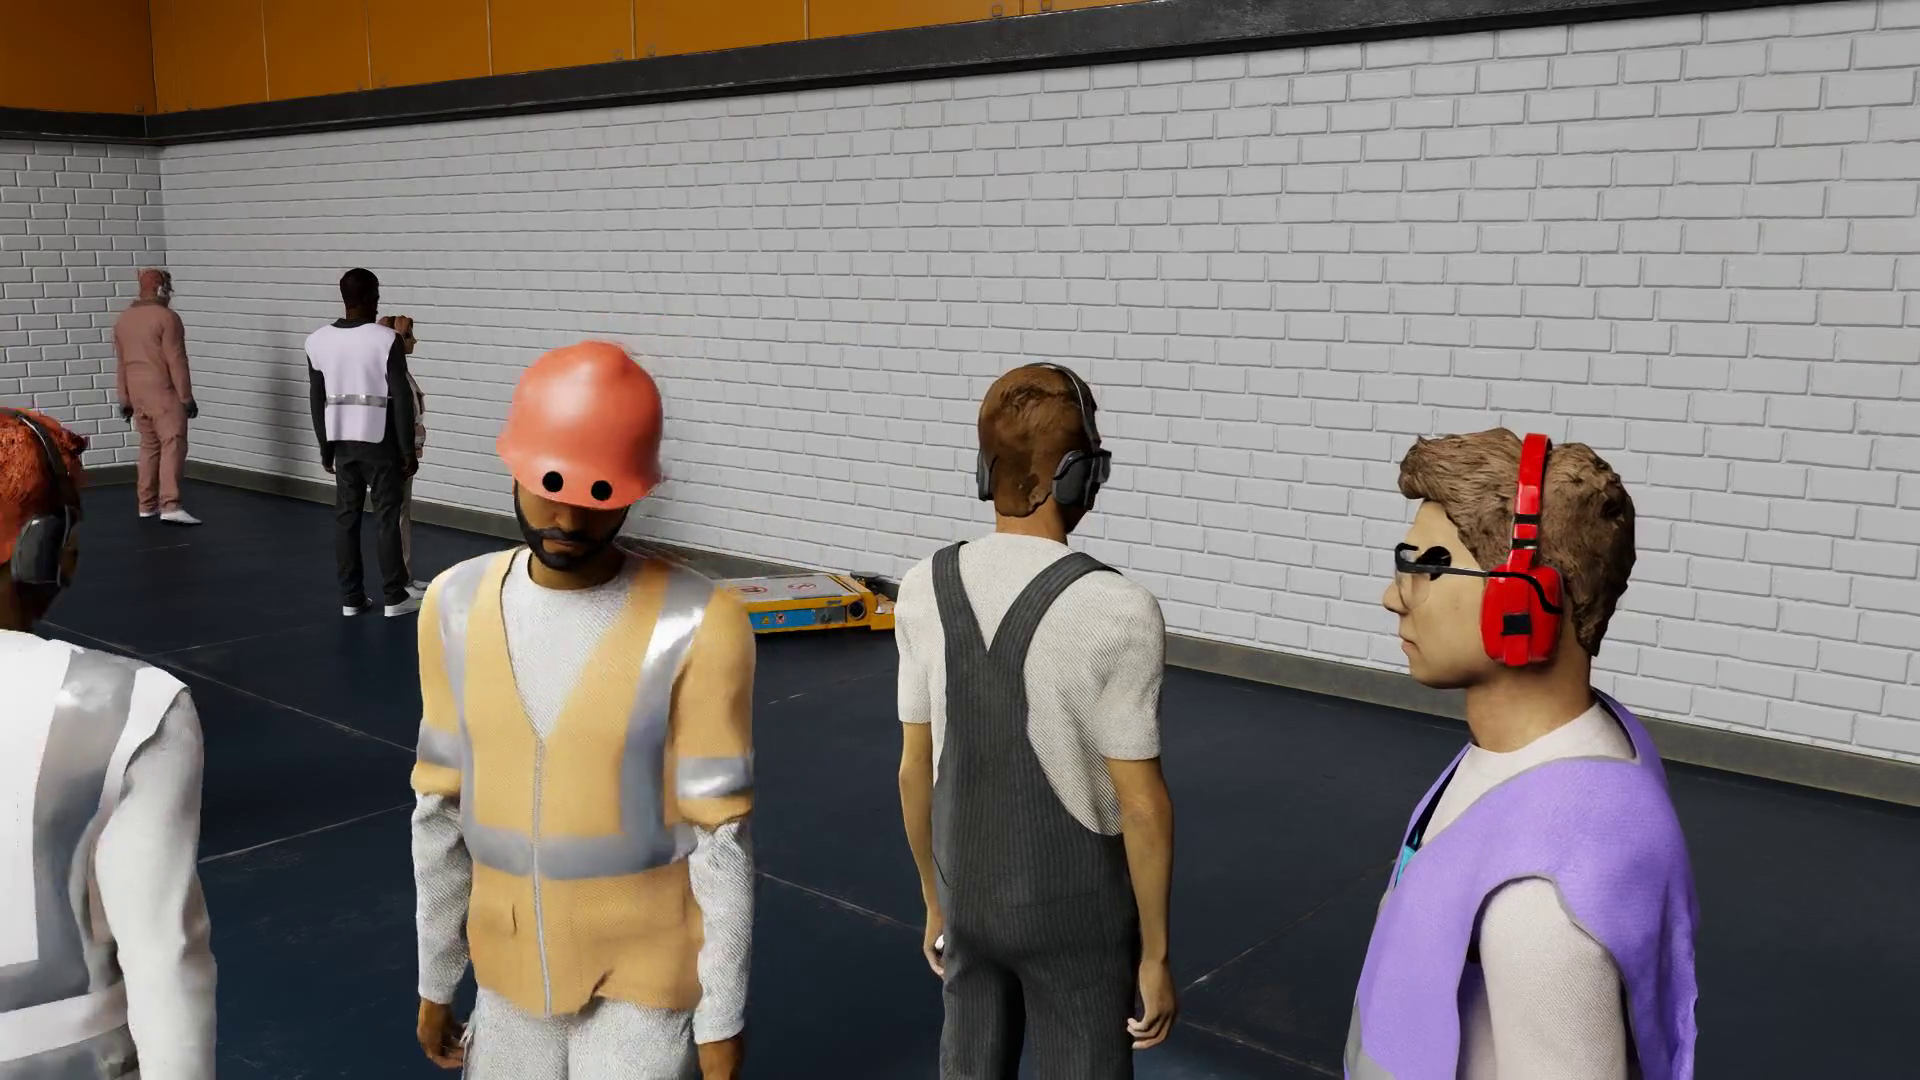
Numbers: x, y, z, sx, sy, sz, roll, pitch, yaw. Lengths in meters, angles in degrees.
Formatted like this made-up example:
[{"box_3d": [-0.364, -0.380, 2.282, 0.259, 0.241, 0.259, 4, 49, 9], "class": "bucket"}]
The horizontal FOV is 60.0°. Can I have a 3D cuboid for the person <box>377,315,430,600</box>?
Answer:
[{"box_3d": [-3.245, -0.478, 9.642, 0.309, 1.641, 0.513, -3, 10, -16], "class": "person"}]

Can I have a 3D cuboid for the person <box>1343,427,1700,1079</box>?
[{"box_3d": [0.578, 0.802, 1.759, 0.390, 1.850, 0.565, 3, 10, 16], "class": "person"}]

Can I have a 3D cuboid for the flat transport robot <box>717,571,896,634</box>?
[{"box_3d": [-1.047, 0.352, 8.810, 1.431, 0.197, 0.652, -4, 11, -20], "class": "flat transport robot"}]

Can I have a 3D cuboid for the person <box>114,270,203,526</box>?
[{"box_3d": [-5.928, -1.047, 12.274, 0.790, 1.875, 0.501, 6, 12, 30], "class": "person"}]

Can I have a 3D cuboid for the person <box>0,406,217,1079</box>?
[{"box_3d": [-1.239, 0.754, 2.088, 0.595, 1.852, 0.936, -1, 10, -6], "class": "person"}]

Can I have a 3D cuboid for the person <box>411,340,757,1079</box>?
[{"box_3d": [-0.556, 0.632, 2.603, 0.554, 1.906, 0.618, 3, 10, 15], "class": "person"}]

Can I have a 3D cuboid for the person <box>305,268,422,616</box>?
[{"box_3d": [-3.267, -0.524, 9.132, 0.587, 1.913, 0.391, 2, 10, 10], "class": "person"}]

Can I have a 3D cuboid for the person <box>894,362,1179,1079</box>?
[{"box_3d": [0.130, 0.632, 2.748, 0.507, 1.844, 0.346, 7, 12, 34], "class": "person"}]
